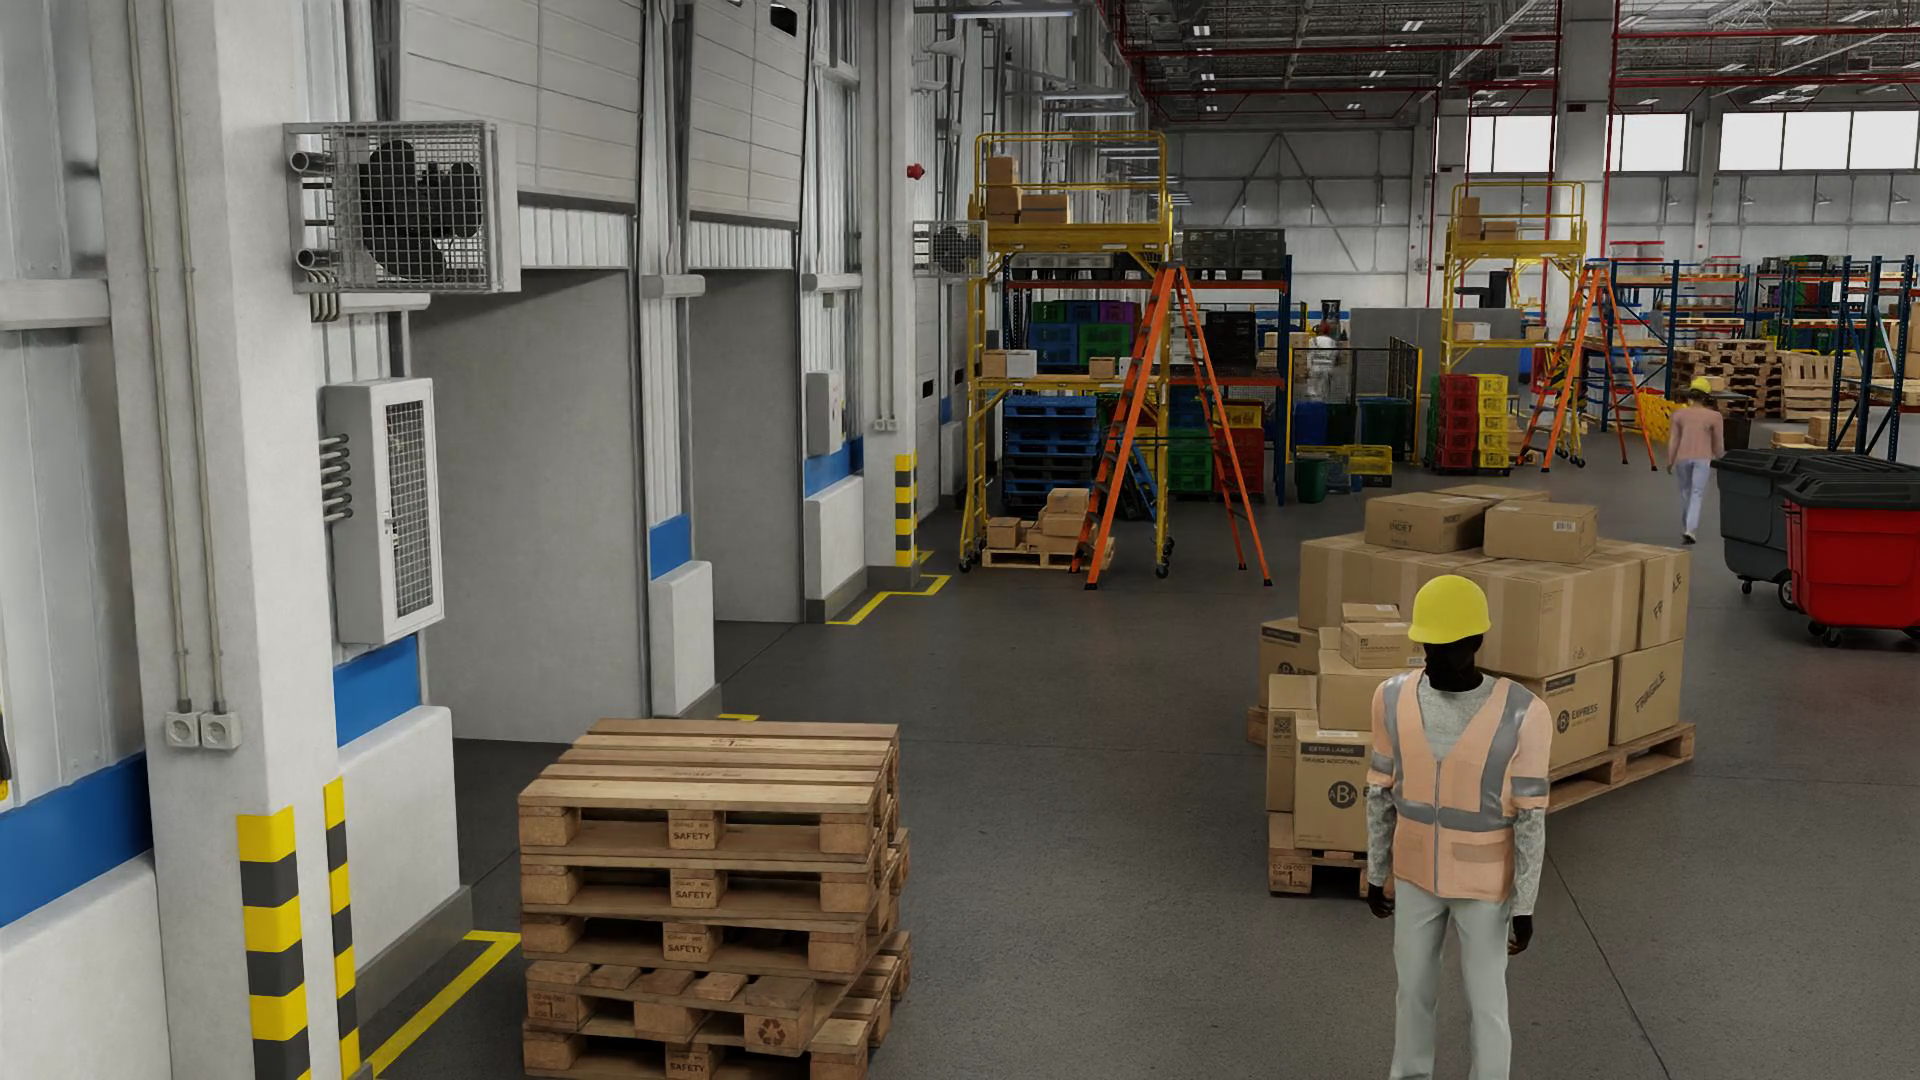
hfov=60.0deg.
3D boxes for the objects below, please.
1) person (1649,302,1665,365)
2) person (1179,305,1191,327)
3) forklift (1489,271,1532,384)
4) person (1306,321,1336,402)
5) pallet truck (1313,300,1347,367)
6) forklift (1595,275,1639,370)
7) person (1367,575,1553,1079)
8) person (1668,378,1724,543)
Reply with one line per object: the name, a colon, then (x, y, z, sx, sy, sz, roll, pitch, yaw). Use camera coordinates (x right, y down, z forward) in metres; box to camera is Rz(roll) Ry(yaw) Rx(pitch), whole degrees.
person: (20.947, -6.208, 50.075, 0.368, 1.909, 0.695, 0, 9, -1)
person: (6.022, -5.319, 44.513, 0.387, 1.928, 0.549, 3, 10, 19)
forklift: (13.422, -5.322, 41.591, 1.873, 2.768, 1.129, 1, 9, 9)
person: (6.976, -3.301, 32.250, 0.618, 1.864, 0.423, -2, 9, -10)
pallet truck: (11.159, -6.200, 49.718, 0.823, 1.965, 1.885, 4, 10, 26)
forklift: (17.937, -6.108, 46.435, 1.873, 2.768, 1.129, -3, 10, -17)
person: (1.540, 1.052, 5.242, 0.584, 1.921, 0.394, 7, 12, 38)
person: (7.755, -0.849, 17.555, 0.536, 1.729, 0.869, 7, 12, 38)
